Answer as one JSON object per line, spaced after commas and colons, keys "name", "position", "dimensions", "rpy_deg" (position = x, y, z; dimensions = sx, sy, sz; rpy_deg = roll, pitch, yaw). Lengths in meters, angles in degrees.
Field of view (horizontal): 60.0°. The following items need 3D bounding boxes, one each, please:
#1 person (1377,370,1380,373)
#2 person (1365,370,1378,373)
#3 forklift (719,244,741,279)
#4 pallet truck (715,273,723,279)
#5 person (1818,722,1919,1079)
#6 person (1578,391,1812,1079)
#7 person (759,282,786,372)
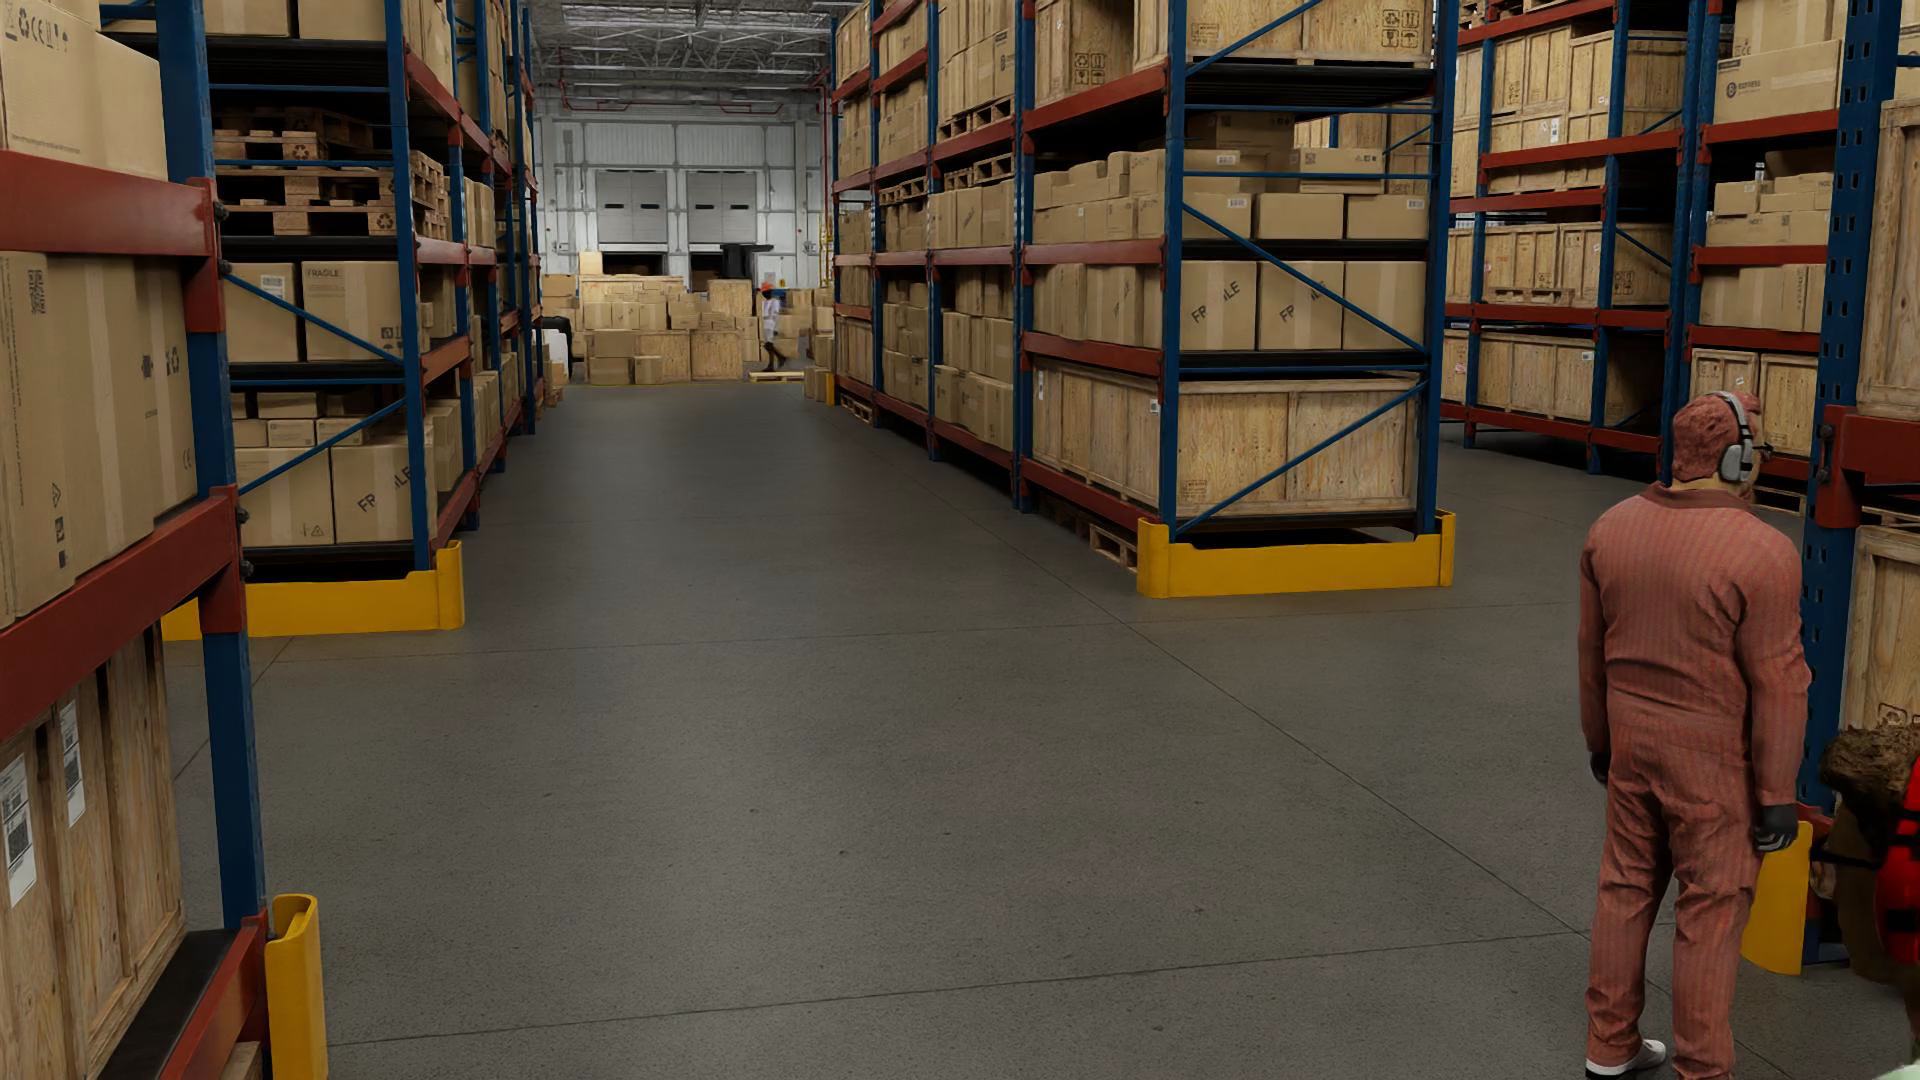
{"name": "person", "position": [5.126, -2.197, 21.399], "dimensions": [0.632, 1.840, 0.888], "rpy_deg": [3, 10, 15]}
{"name": "person", "position": [3.645, -1.150, 15.451], "dimensions": [0.319, 1.690, 0.530], "rpy_deg": [-9, 13, -43]}
{"name": "forklift", "position": [-6.091, -6.487, 44.366], "dimensions": [1.873, 2.768, 1.129], "rpy_deg": [-3, 10, -20]}
{"name": "pallet truck", "position": [-8.580, -8.986, 62.280], "dimensions": [1.885, 1.965, 0.823], "rpy_deg": [1, 9, 5]}
{"name": "person", "position": [1.012, 1.079, 1.598], "dimensions": [0.568, 1.791, 1.002], "rpy_deg": [-8, 12, -40]}
{"name": "person", "position": [1.924, 0.563, 4.351], "dimensions": [0.408, 1.906, 0.654], "rpy_deg": [-4, 10, -25]}
{"name": "person", "position": [-3.963, -4.496, 35.189], "dimensions": [0.599, 1.920, 0.549], "rpy_deg": [-8, 12, -40]}
